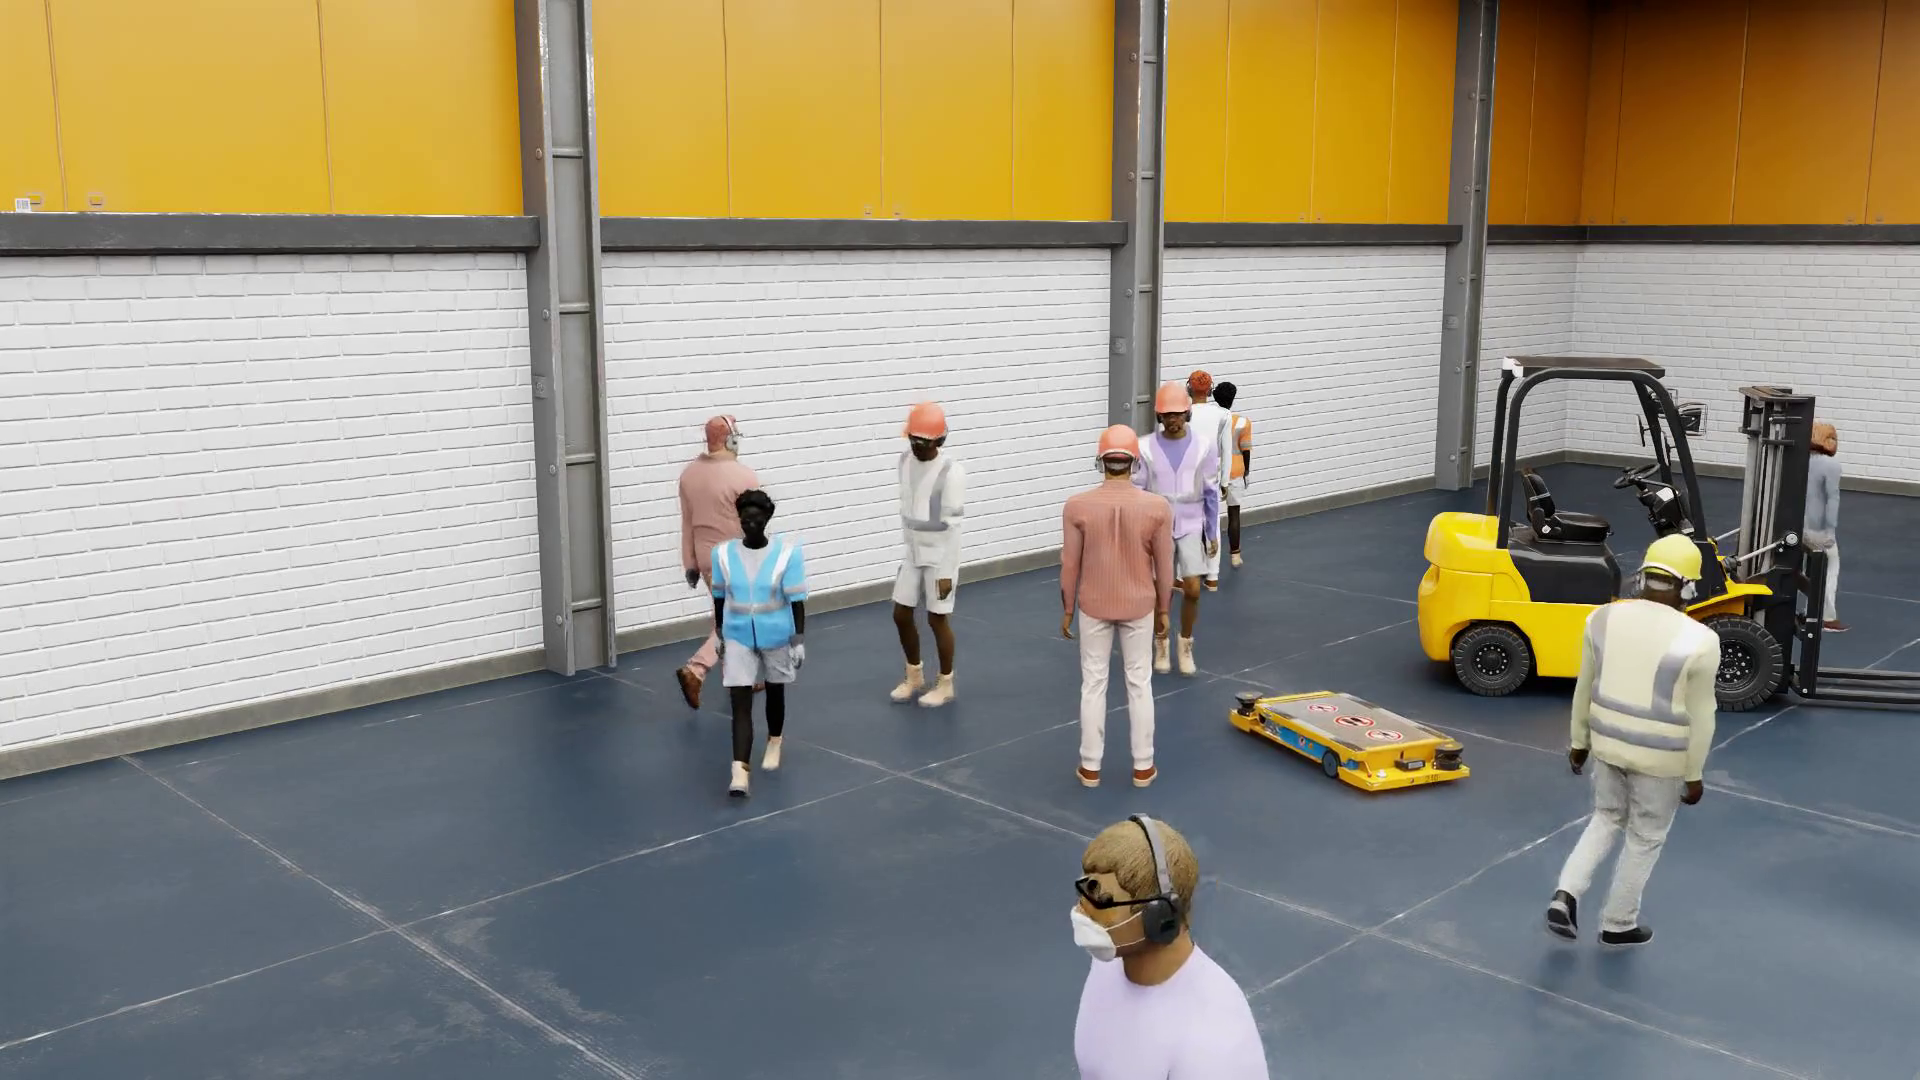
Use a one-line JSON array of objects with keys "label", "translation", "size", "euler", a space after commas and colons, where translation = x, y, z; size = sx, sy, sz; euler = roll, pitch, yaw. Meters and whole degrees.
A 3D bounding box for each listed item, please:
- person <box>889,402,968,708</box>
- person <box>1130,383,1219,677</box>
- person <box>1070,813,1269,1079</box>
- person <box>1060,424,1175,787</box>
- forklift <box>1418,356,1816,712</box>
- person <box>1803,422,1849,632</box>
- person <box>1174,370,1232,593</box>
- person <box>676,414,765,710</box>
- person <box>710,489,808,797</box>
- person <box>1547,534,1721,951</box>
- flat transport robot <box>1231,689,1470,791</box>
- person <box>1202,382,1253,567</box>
[{"label": "person", "translation": [-0.195, 0.111, 10.465], "size": [0.568, 1.992, 0.657], "euler": [-9, 14, -42]}, {"label": "person", "translation": [1.441, -0.056, 11.301], "size": [0.639, 2.019, 0.623], "euler": [1, 10, 4]}, {"label": "person", "translation": [0.307, 1.474, 3.315], "size": [0.969, 1.891, 0.642], "euler": [-4, 11, -19]}, {"label": "person", "translation": [0.857, 0.363, 9.095], "size": [0.622, 1.990, 0.402], "euler": [1, 10, 3]}, {"label": "forklift", "translation": [4.276, -0.101, 11.076], "size": [2.313, 2.155, 1.214], "euler": [2, 11, 13]}, {"label": "person", "translation": [6.495, -0.089, 12.602], "size": [0.667, 1.598, 0.534], "euler": [-4, 11, -22]}, {"label": "person", "translation": [2.007, -0.489, 14.043], "size": [0.574, 1.883, 0.356], "euler": [-2, 11, -11]}, {"label": "person", "translation": [-1.529, 0.138, 10.618], "size": [0.650, 1.885, 0.791], "euler": [9, 14, 41]}, {"label": "person", "translation": [-1.097, 0.540, 9.045], "size": [0.545, 1.641, 0.886], "euler": [0, 10, 2]}, {"label": "person", "translation": [2.797, 0.870, 6.863], "size": [0.539, 1.800, 0.599], "euler": [-7, 12, -33]}, {"label": "flat transport robot", "translation": [2.227, 1.124, 9.646], "size": [0.652, 0.197, 1.431], "euler": [-4, 11, -22]}, {"label": "person", "translation": [2.395, -0.597, 15.163], "size": [0.532, 1.691, 0.321], "euler": [4, 11, 19]}]
